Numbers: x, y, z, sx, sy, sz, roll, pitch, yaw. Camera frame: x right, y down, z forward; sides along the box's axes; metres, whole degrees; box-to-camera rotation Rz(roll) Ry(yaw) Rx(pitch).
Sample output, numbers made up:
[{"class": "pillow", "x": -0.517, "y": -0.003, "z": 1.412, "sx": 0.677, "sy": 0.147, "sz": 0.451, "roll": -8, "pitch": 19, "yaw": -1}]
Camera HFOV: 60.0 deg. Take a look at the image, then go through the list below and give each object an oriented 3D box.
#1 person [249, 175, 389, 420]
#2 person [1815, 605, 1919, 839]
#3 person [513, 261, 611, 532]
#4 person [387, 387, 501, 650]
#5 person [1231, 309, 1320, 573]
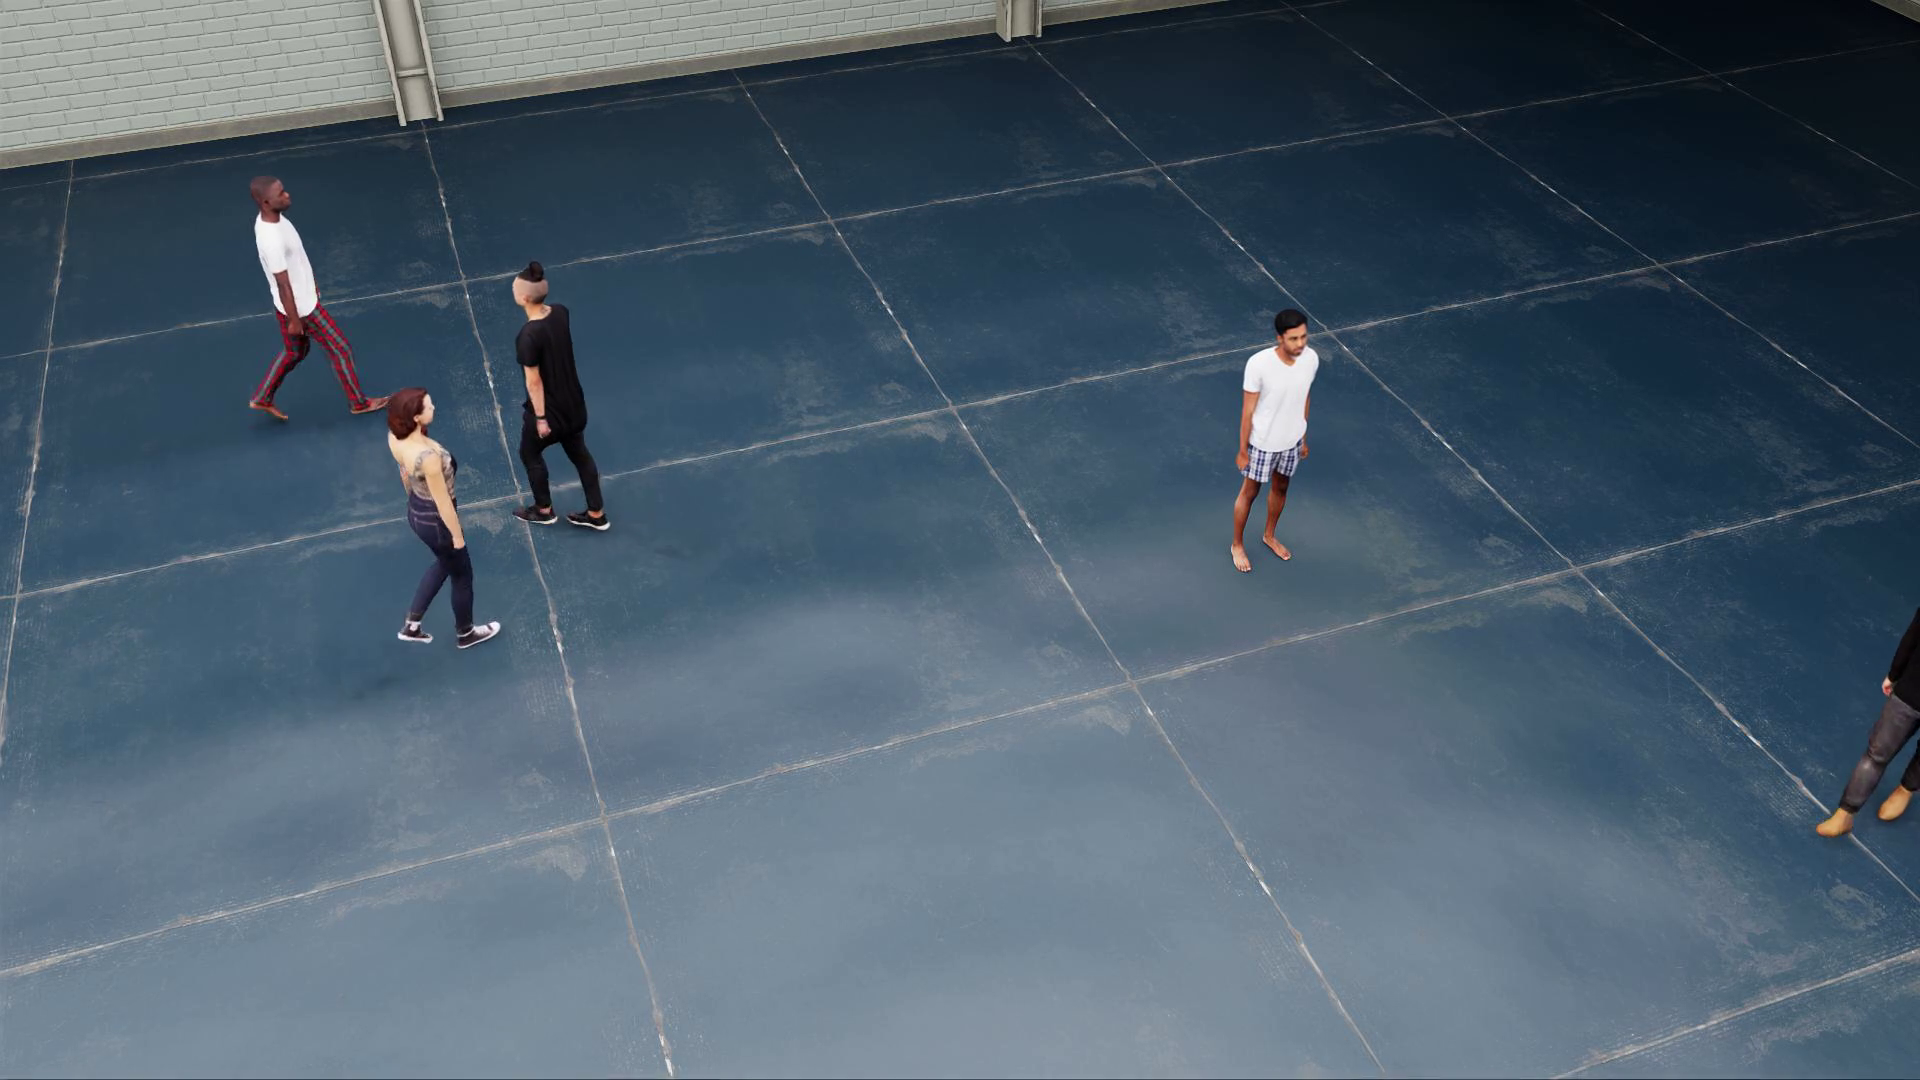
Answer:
[{"class": "person", "x": -4.460, "y": -1.553, "z": 10.983, "sx": 1.121, "sy": 1.803, "sz": 0.713, "roll": -16, "pitch": 41, "yaw": -20}, {"class": "person", "x": 4.805, "y": 0.750, "z": 8.126, "sx": 1.103, "sy": 1.696, "sz": 0.888, "roll": -27, "pitch": 45, "yaw": -30}, {"class": "person", "x": -2.368, "y": -0.818, "z": 10.008, "sx": 1.034, "sy": 1.847, "sz": 0.963, "roll": 12, "pitch": 40, "yaw": 14}, {"class": "person", "x": -2.945, "y": -0.047, "z": 9.098, "sx": 0.916, "sy": 1.755, "sz": 0.798, "roll": -31, "pitch": 48, "yaw": -34}, {"class": "person", "x": 1.855, "y": -0.614, "z": 9.838, "sx": 0.470, "sy": 1.735, "sz": 0.699, "roll": -15, "pitch": 40, "yaw": -18}]
